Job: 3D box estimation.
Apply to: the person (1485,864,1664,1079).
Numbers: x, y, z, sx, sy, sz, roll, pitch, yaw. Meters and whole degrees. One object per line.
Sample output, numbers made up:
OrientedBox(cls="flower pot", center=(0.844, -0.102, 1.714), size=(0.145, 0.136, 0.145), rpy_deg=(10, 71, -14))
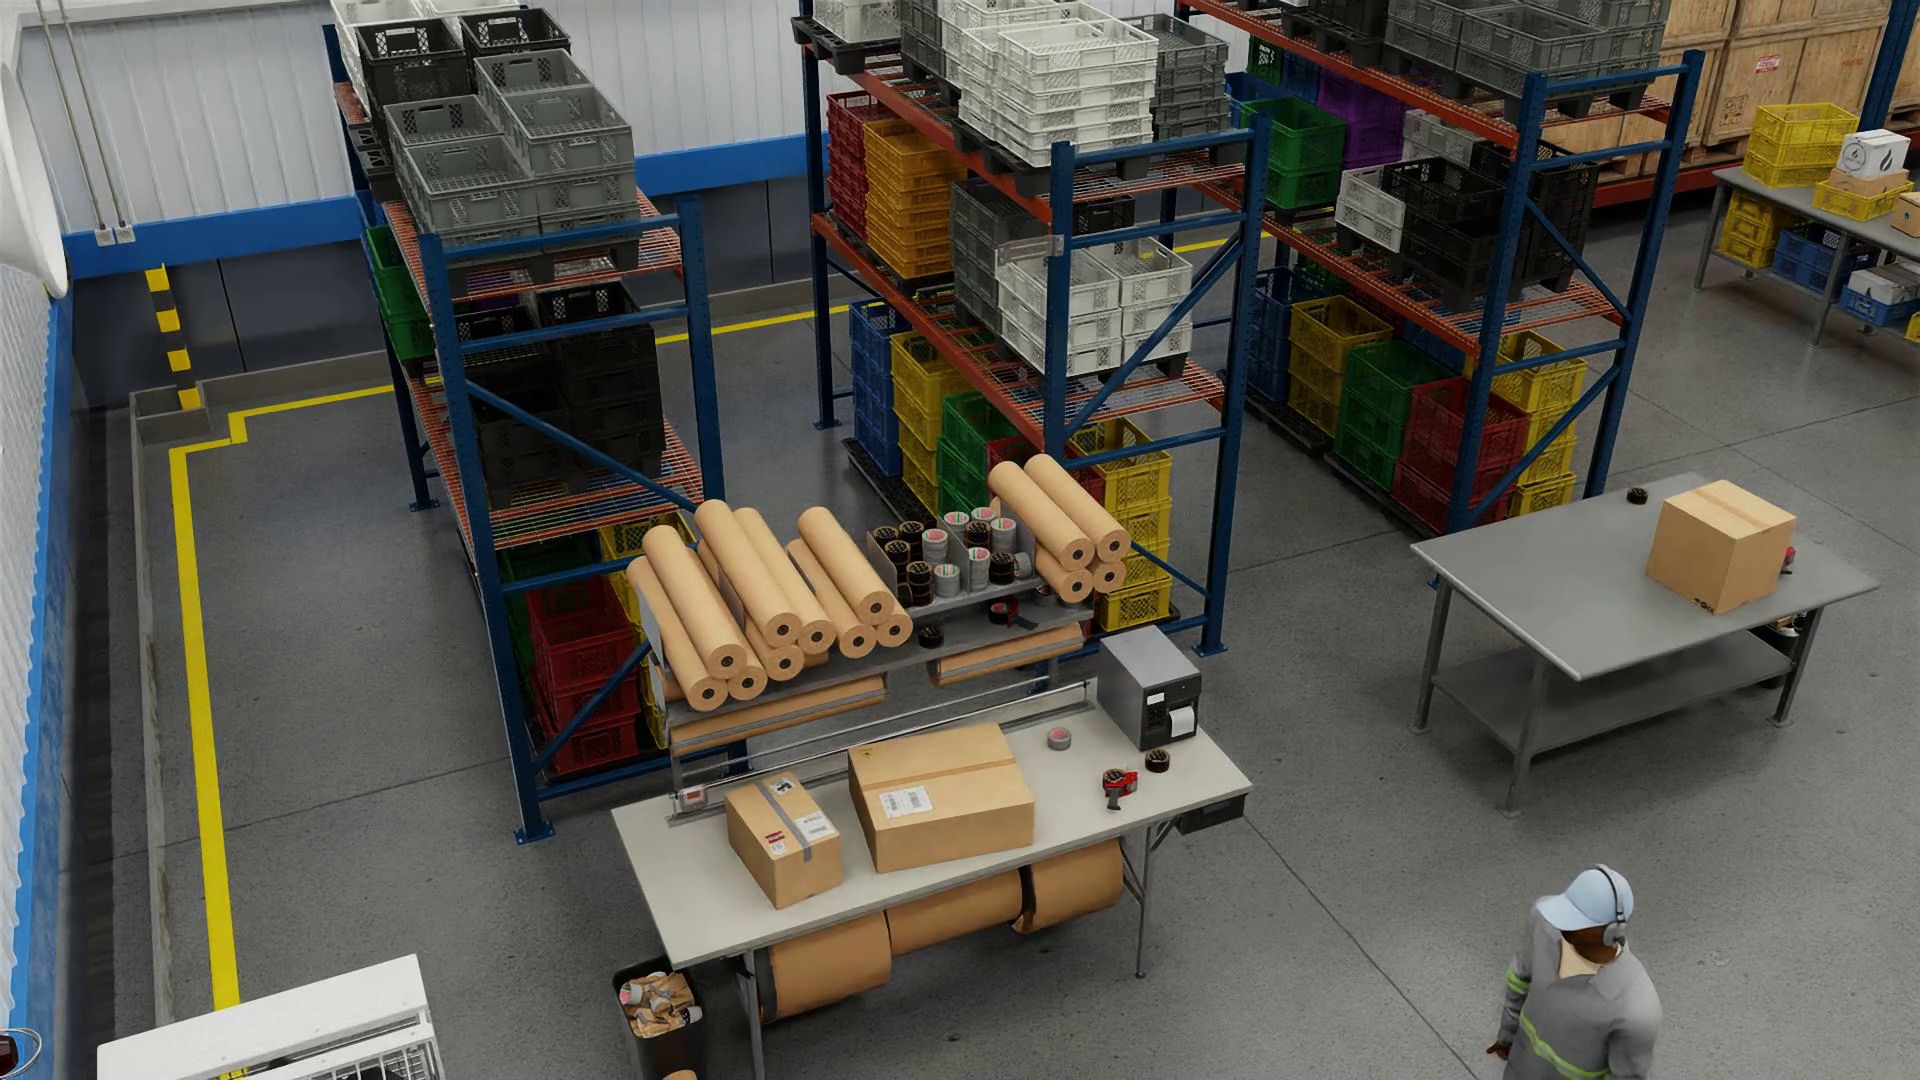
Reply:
OrientedBox(cls="person", center=(1.970, 1.798, 5.540), size=(0.398, 1.852, 0.589), rpy_deg=(-11, 33, -17))
